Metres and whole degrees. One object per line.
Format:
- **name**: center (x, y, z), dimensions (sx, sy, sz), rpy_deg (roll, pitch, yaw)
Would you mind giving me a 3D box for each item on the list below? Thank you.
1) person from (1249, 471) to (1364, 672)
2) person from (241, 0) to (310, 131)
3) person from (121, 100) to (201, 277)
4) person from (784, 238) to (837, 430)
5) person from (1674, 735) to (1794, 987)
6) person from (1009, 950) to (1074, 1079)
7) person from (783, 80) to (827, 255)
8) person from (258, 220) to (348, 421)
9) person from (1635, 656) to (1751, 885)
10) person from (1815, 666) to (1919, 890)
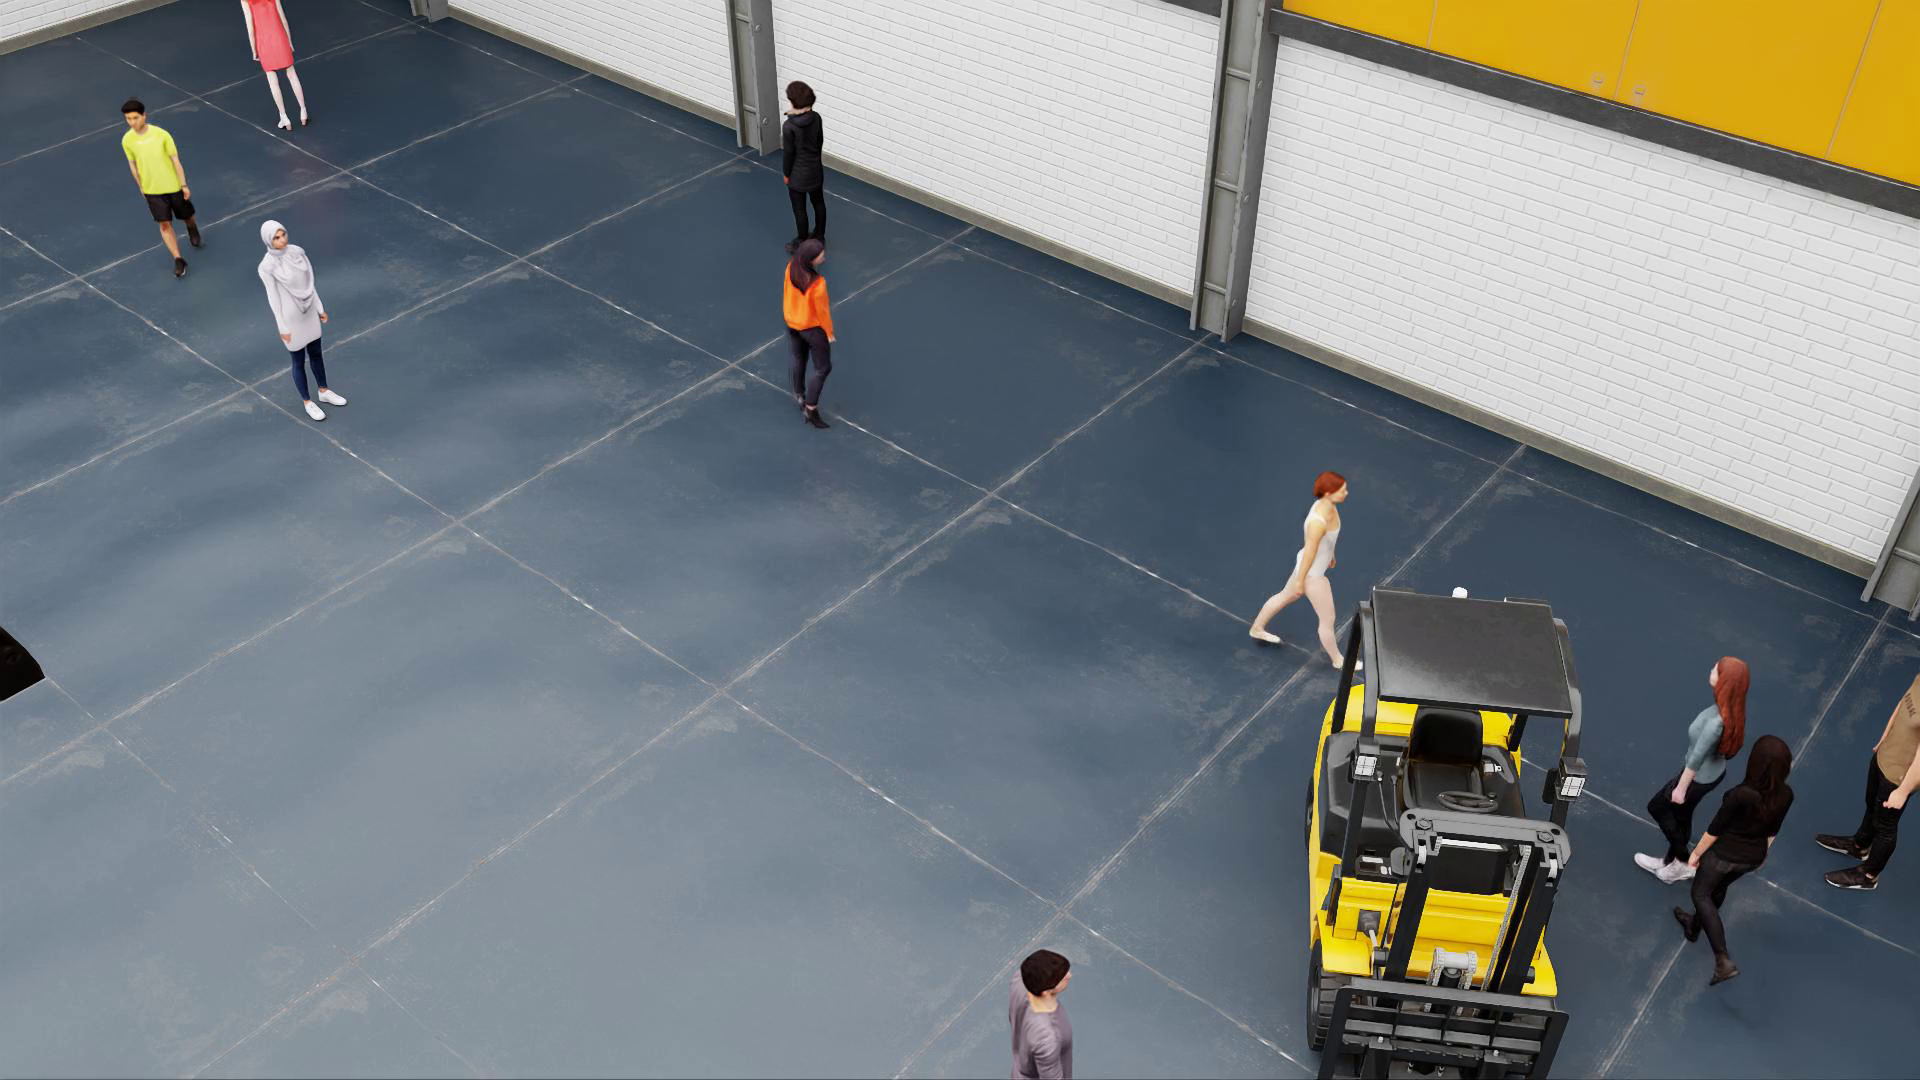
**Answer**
- **person**: center (2.337, 0.197, 11.446), dimensions (1.130, 1.595, 0.836), rpy_deg (11, 40, 14)
- **person**: center (-7.564, -5.422, 18.297), dimensions (0.642, 1.826, 0.575), rpy_deg (-27, 46, -30)
- **person**: center (-7.619, -3.434, 15.920), dimensions (0.961, 1.686, 1.126), rpy_deg (-11, 40, -14)
- **person**: center (-1.284, -1.770, 13.805), dimensions (0.570, 1.725, 0.816), rpy_deg (21, 43, 25)
- **person**: center (4.399, 1.832, 9.377), dimensions (0.937, 1.621, 1.023), rpy_deg (-8, 39, -10)
- **person**: center (0.393, 2.641, 8.179), dimensions (0.808, 1.853, 0.684), rpy_deg (-11, 40, -14)
- **person**: center (-1.495, -3.582, 16.030), dimensions (0.646, 1.781, 0.643), rpy_deg (-30, 47, -32)
- **person**: center (-5.522, -1.852, 13.867), dimensions (0.579, 1.775, 0.642), rpy_deg (20, 43, 23)
- **person**: center (4.420, 1.436, 9.786), dimensions (0.634, 1.731, 0.609), rpy_deg (30, 47, 32)
- **person**: center (5.555, 1.336, 9.815), dimensions (0.724, 1.851, 0.749), rpy_deg (9, 39, 11)
